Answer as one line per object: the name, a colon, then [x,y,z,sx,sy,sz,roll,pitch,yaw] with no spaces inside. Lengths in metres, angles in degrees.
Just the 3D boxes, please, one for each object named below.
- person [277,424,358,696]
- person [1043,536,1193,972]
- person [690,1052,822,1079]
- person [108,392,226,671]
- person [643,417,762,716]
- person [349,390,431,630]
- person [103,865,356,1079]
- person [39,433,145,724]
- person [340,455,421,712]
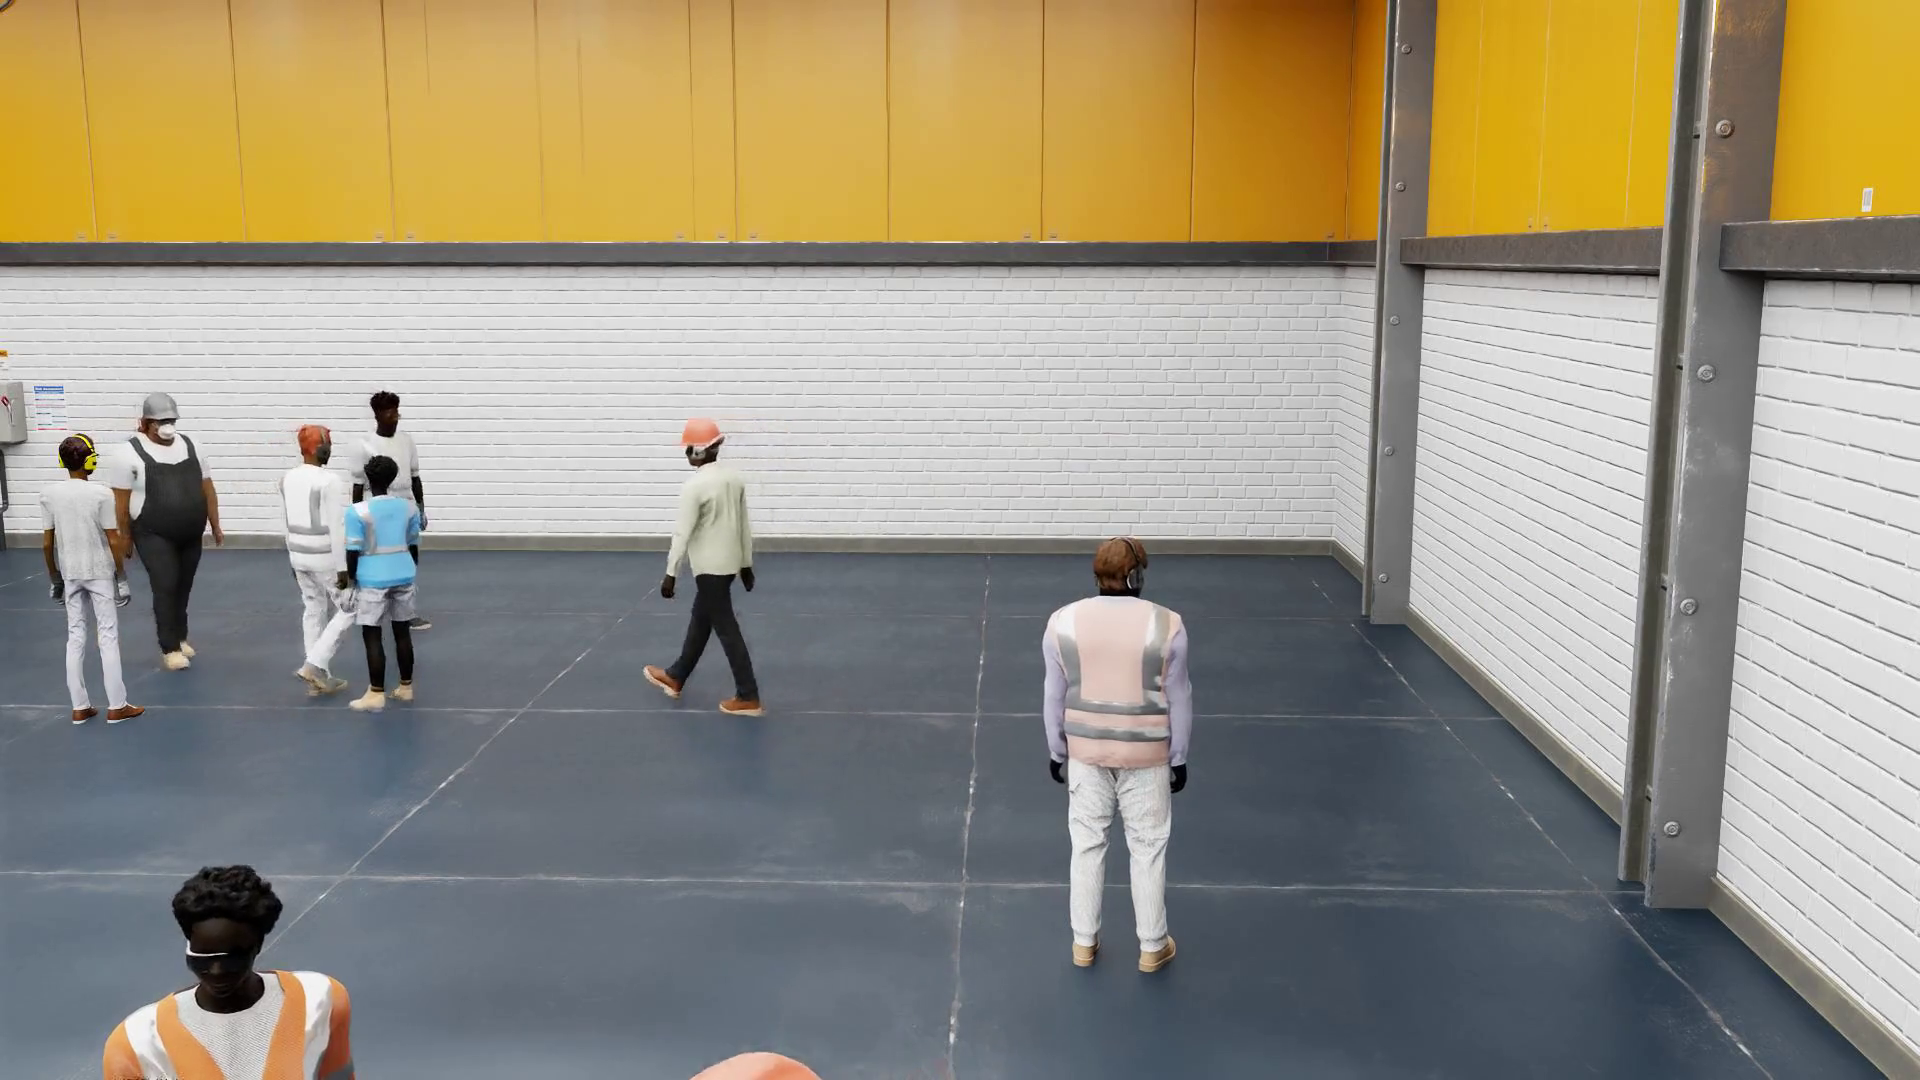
person: [-4.342,0.143,11.289,0.586,1.870,0.408,5,11,28]
person: [0.667,0.898,6.982,0.619,1.839,0.430,3,10,16]
person: [-0.290,1.638,2.150,0.639,2.000,0.952,6,12,33]
person: [-5.724,-0.092,12.176,0.840,2.000,0.692,7,12,34]
person: [-1.729,0.173,10.910,1.010,1.937,0.627,4,10,20]
person: [-4.688,-0.263,13.555,0.970,1.923,0.612,6,11,31]
person: [-1.591,1.525,3.705,0.538,1.698,0.319,-7,12,-36]
person: [-5.585,0.252,10.664,0.517,1.873,0.328,0,10,1]
person: [-3.835,0.287,11.025,0.348,1.674,0.616,8,12,38]
